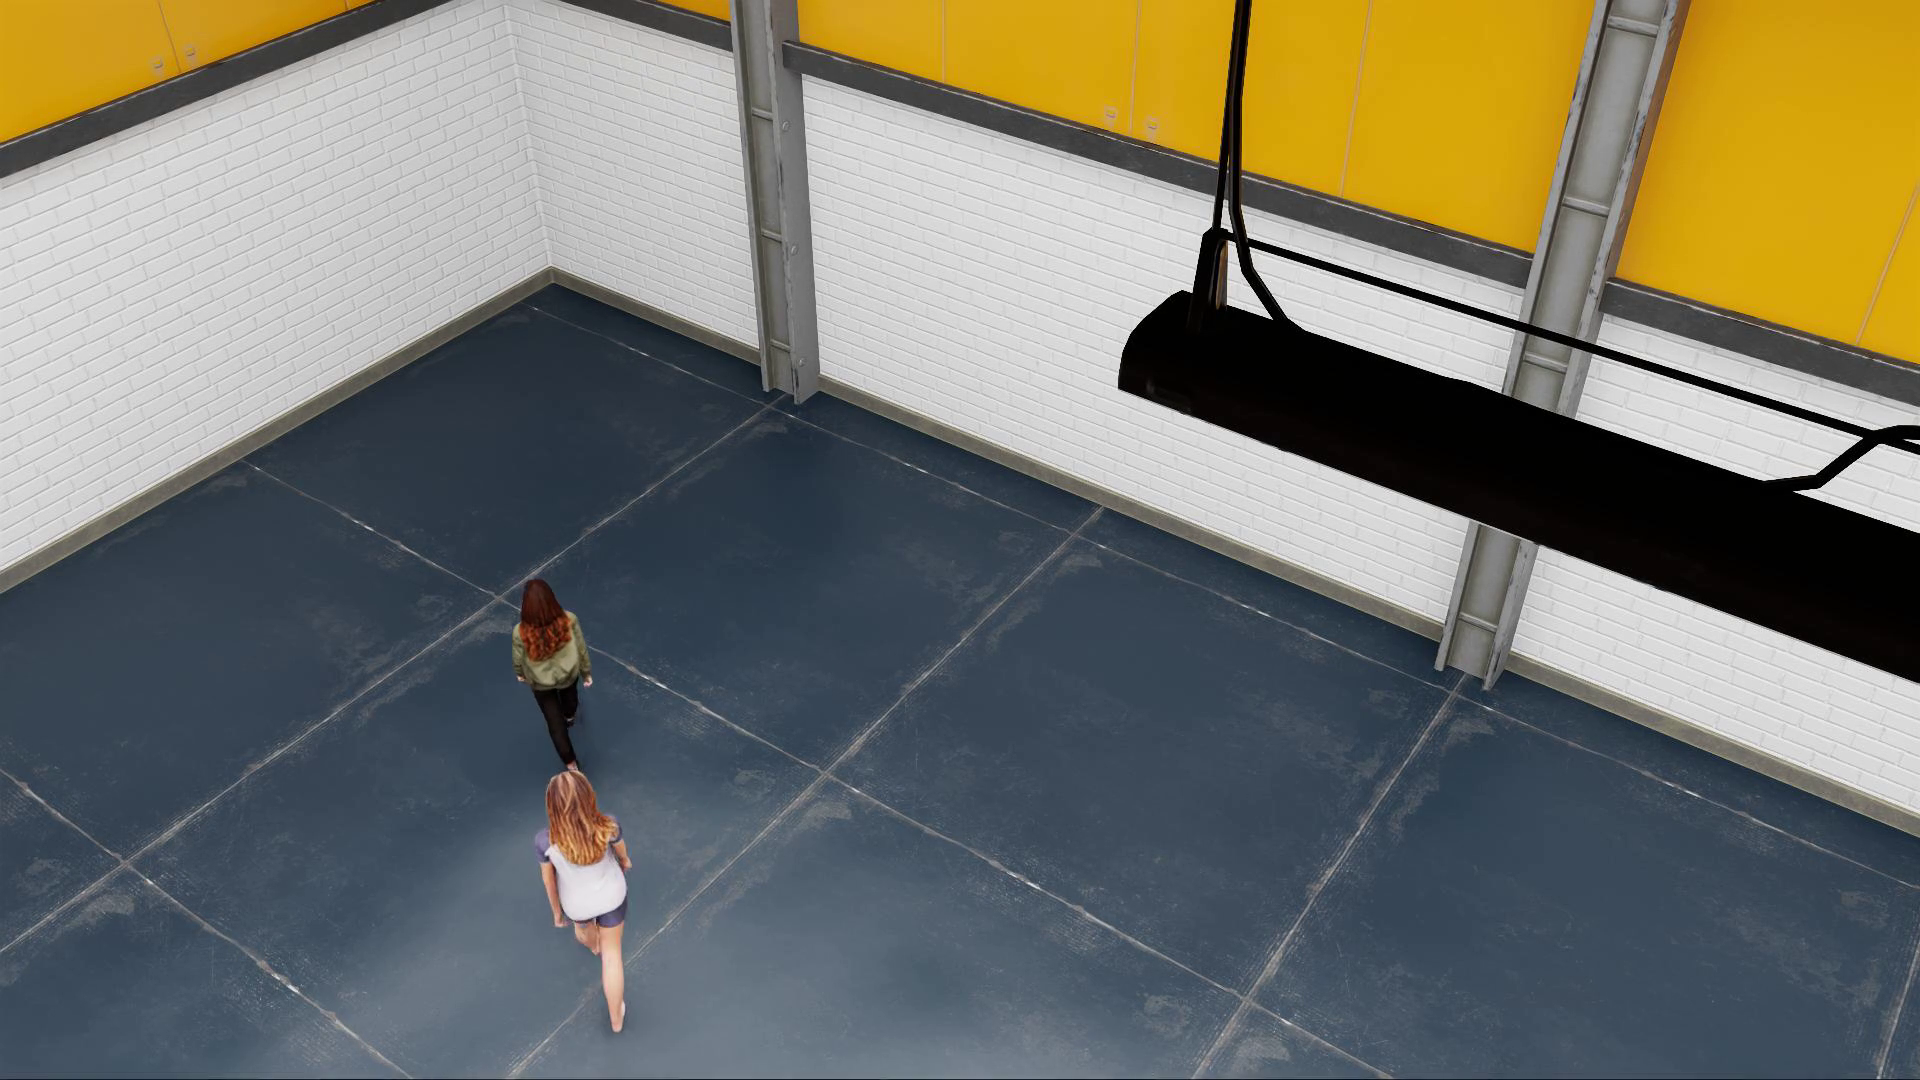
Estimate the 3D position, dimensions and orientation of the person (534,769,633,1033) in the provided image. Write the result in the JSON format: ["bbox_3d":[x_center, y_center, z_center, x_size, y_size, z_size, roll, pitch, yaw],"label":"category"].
[{"bbox_3d":[-1.906,1.942,8.687,0.975,1.691,1.050,-7,39,-9],"label":"person"}]

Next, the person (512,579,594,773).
[{"bbox_3d":[-2.476,0.896,10.201,0.916,1.436,1.062,-14,41,-17],"label":"person"}]
